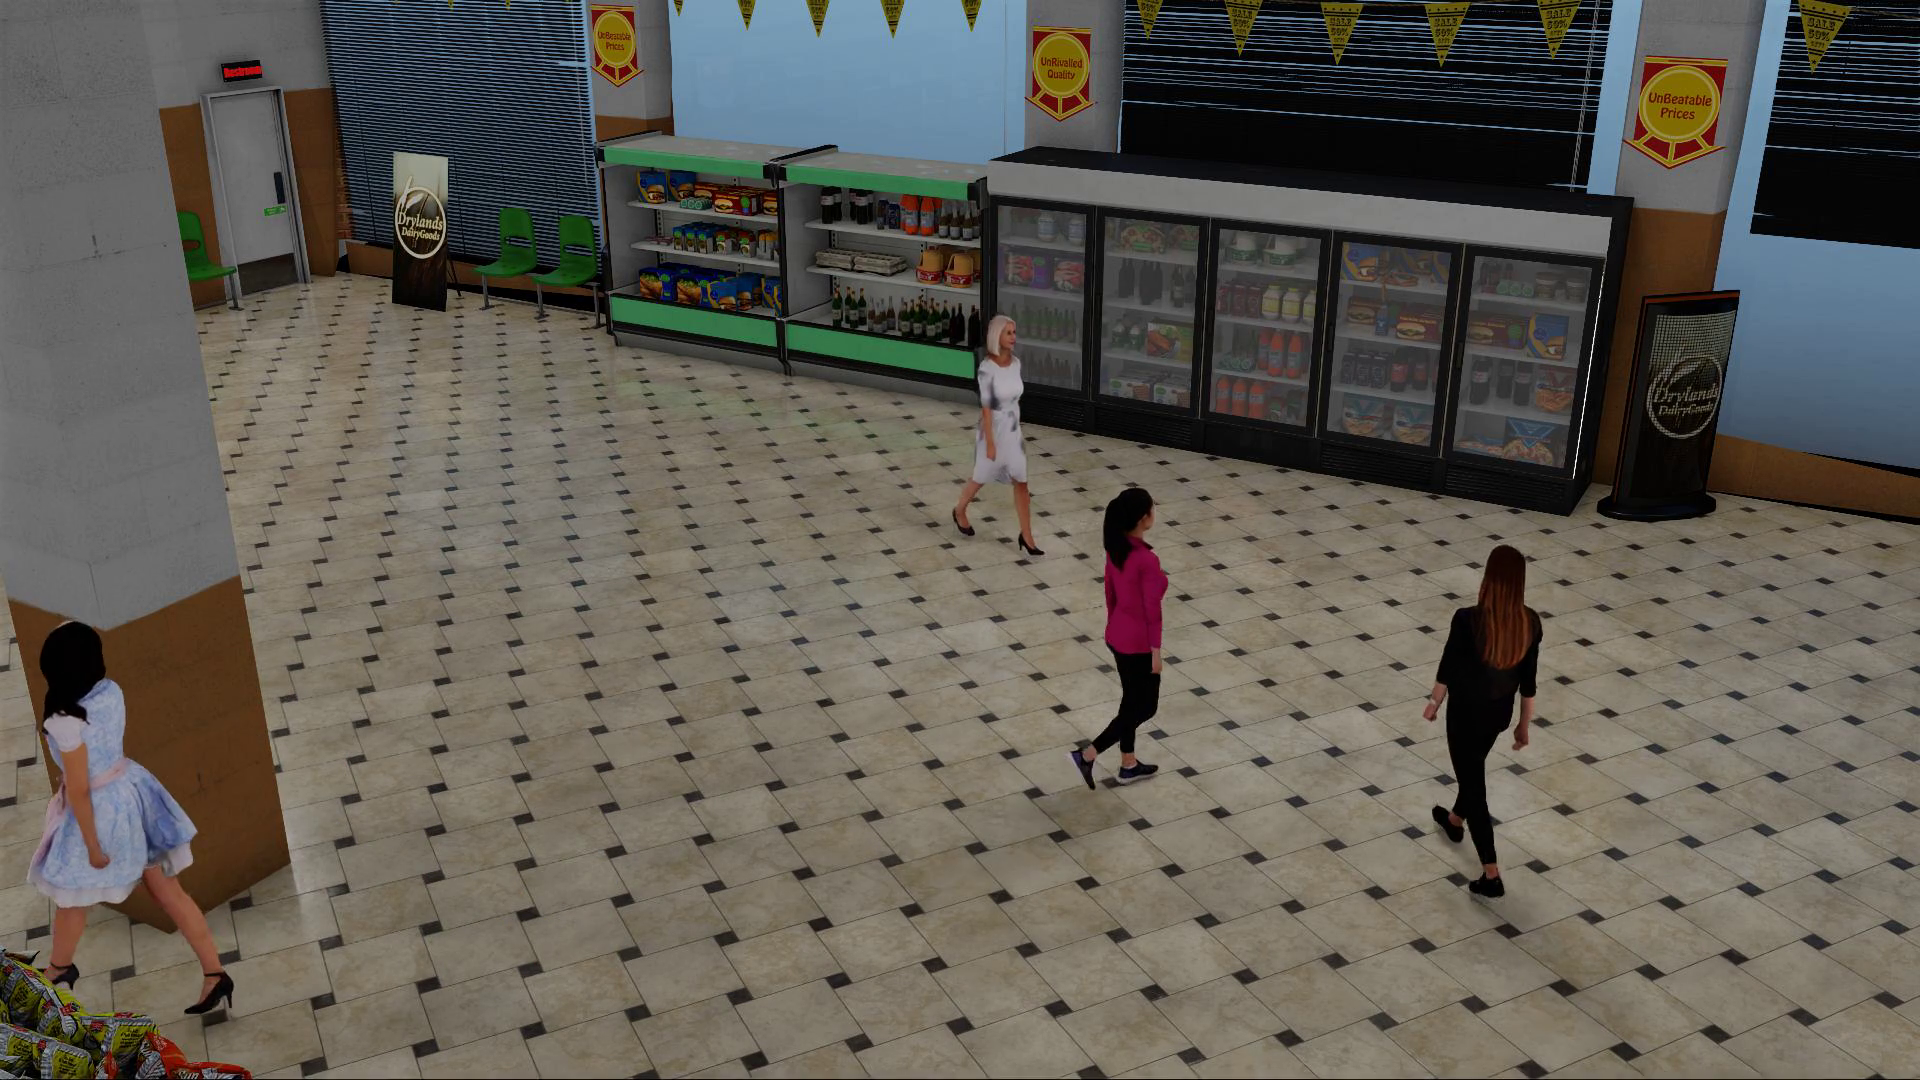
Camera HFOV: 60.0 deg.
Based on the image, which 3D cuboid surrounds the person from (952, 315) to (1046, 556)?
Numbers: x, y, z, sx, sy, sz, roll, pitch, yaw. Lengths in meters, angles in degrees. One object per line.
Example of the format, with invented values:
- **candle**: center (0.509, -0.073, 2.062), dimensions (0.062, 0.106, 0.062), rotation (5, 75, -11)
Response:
- **person**: center (0.205, -0.748, 11.881), dimensions (1.131, 1.710, 0.758), rotation (19, 29, 40)

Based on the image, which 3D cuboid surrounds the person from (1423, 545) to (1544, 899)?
- **person**: center (2.488, 0.884, 7.857), dimensions (1.110, 1.680, 1.120), rotation (-4, 22, -10)

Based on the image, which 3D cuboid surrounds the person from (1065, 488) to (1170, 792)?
- **person**: center (0.822, 0.563, 8.650), dimensions (0.915, 1.684, 0.916), rotation (-10, 24, -24)

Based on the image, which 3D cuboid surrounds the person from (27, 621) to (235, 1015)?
- **person**: center (-3.422, 1.230, 6.918), dimensions (1.297, 1.739, 0.929), rotation (3, 22, 7)
